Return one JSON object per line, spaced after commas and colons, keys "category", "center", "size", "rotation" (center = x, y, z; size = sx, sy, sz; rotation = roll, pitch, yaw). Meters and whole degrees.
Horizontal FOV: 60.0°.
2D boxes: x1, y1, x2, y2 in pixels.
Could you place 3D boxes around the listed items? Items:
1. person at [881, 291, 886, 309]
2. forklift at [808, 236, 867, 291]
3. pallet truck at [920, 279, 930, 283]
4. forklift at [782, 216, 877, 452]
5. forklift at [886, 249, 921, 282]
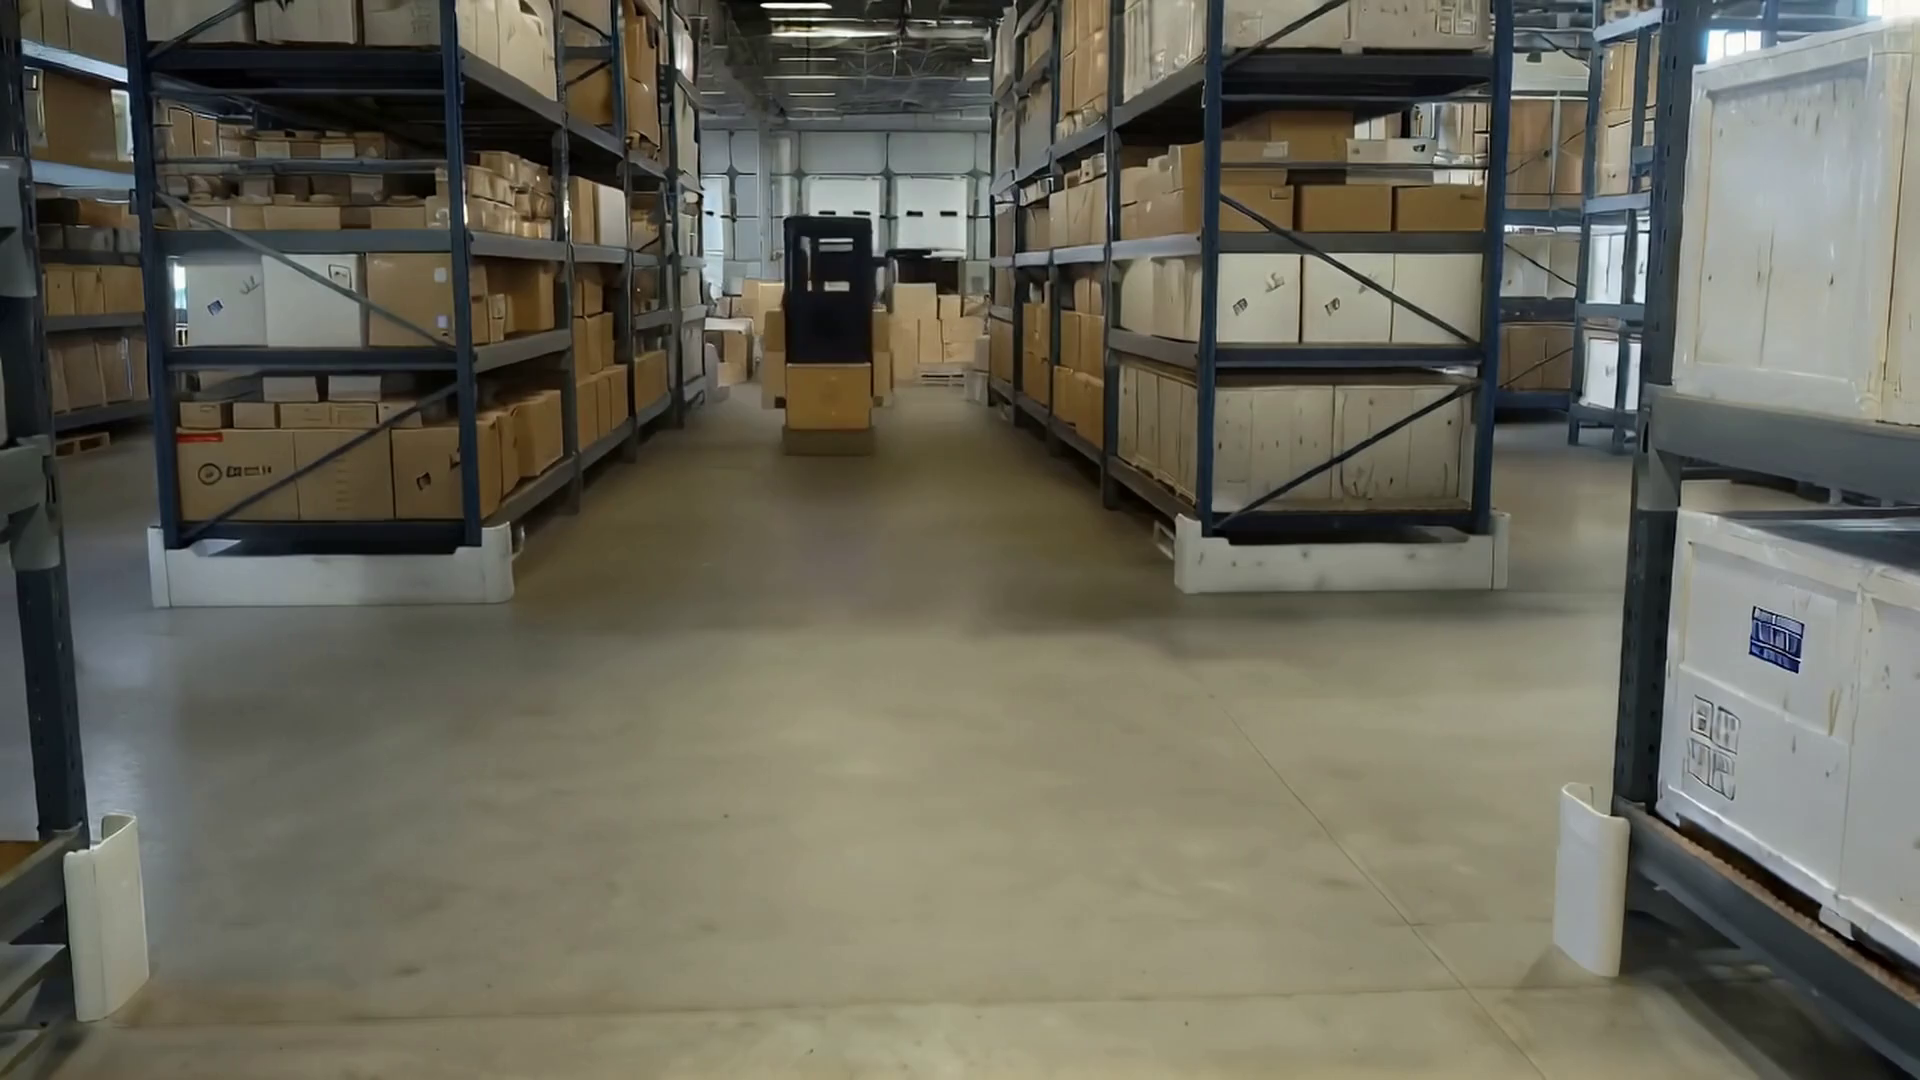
{"category": "person", "center": [-2.111, -6.995, 51.367], "size": [0.700, 1.894, 0.638], "rotation": [-5, 10, -30]}
{"category": "forklift", "center": [-2.022, -3.726, 27.729], "size": [1.129, 2.768, 1.873], "rotation": [2, 9, 12]}
{"category": "pallet truck", "center": [-0.932, -8.922, 63.114], "size": [1.885, 1.965, 0.823], "rotation": [2, 9, 13]}
{"category": "forklift", "center": [-1.598, -2.529, 20.210], "size": [1.129, 2.768, 1.873], "rotation": [-1, 9, -4]}
{"category": "forklift", "center": [-1.537, -6.556, 45.497], "size": [1.129, 2.768, 1.873], "rotation": [-2, 9, -13]}
